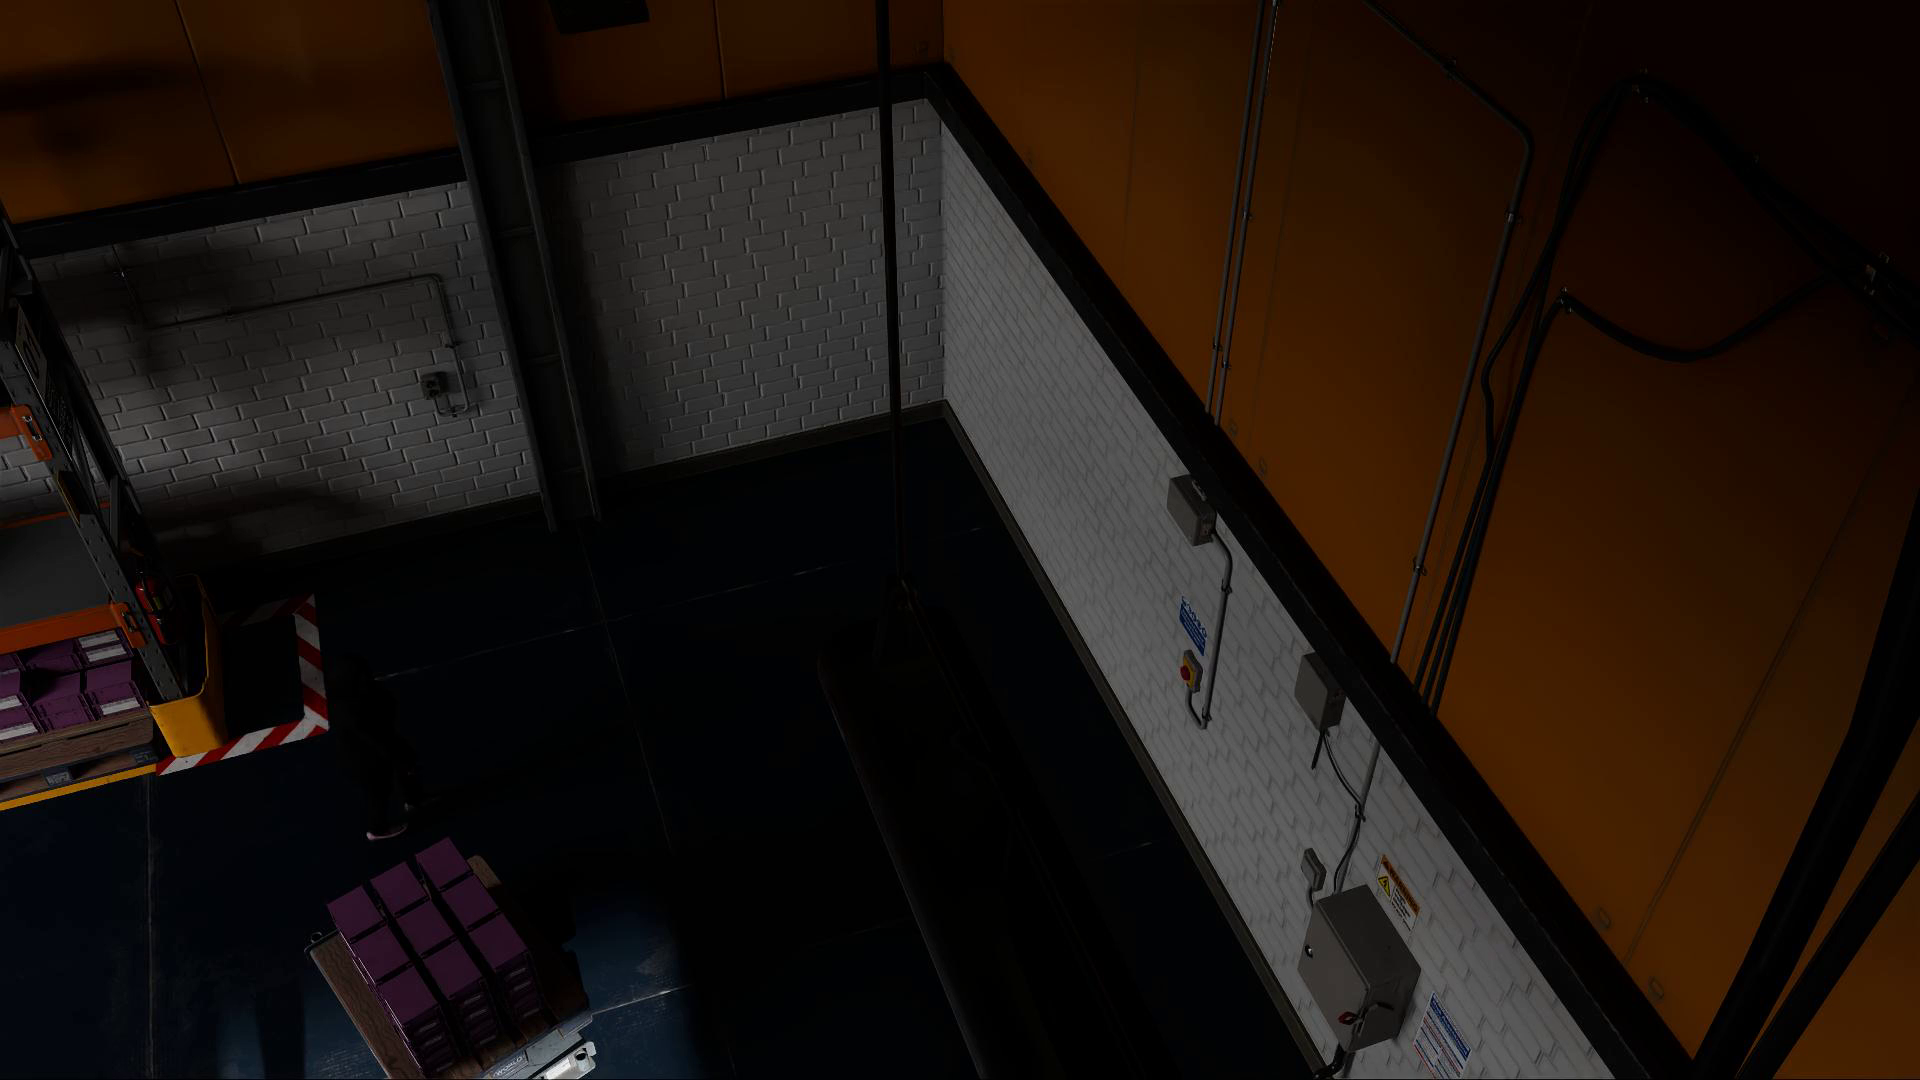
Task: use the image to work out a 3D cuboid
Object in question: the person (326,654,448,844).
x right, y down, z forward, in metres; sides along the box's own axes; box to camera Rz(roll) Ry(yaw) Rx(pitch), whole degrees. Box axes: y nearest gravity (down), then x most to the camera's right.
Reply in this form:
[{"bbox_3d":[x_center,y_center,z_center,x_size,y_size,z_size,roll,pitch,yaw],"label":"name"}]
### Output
[{"bbox_3d":[-3.503,1.264,9.667,0.732,1.593,0.637,-18,46,-18],"label":"person"}]
